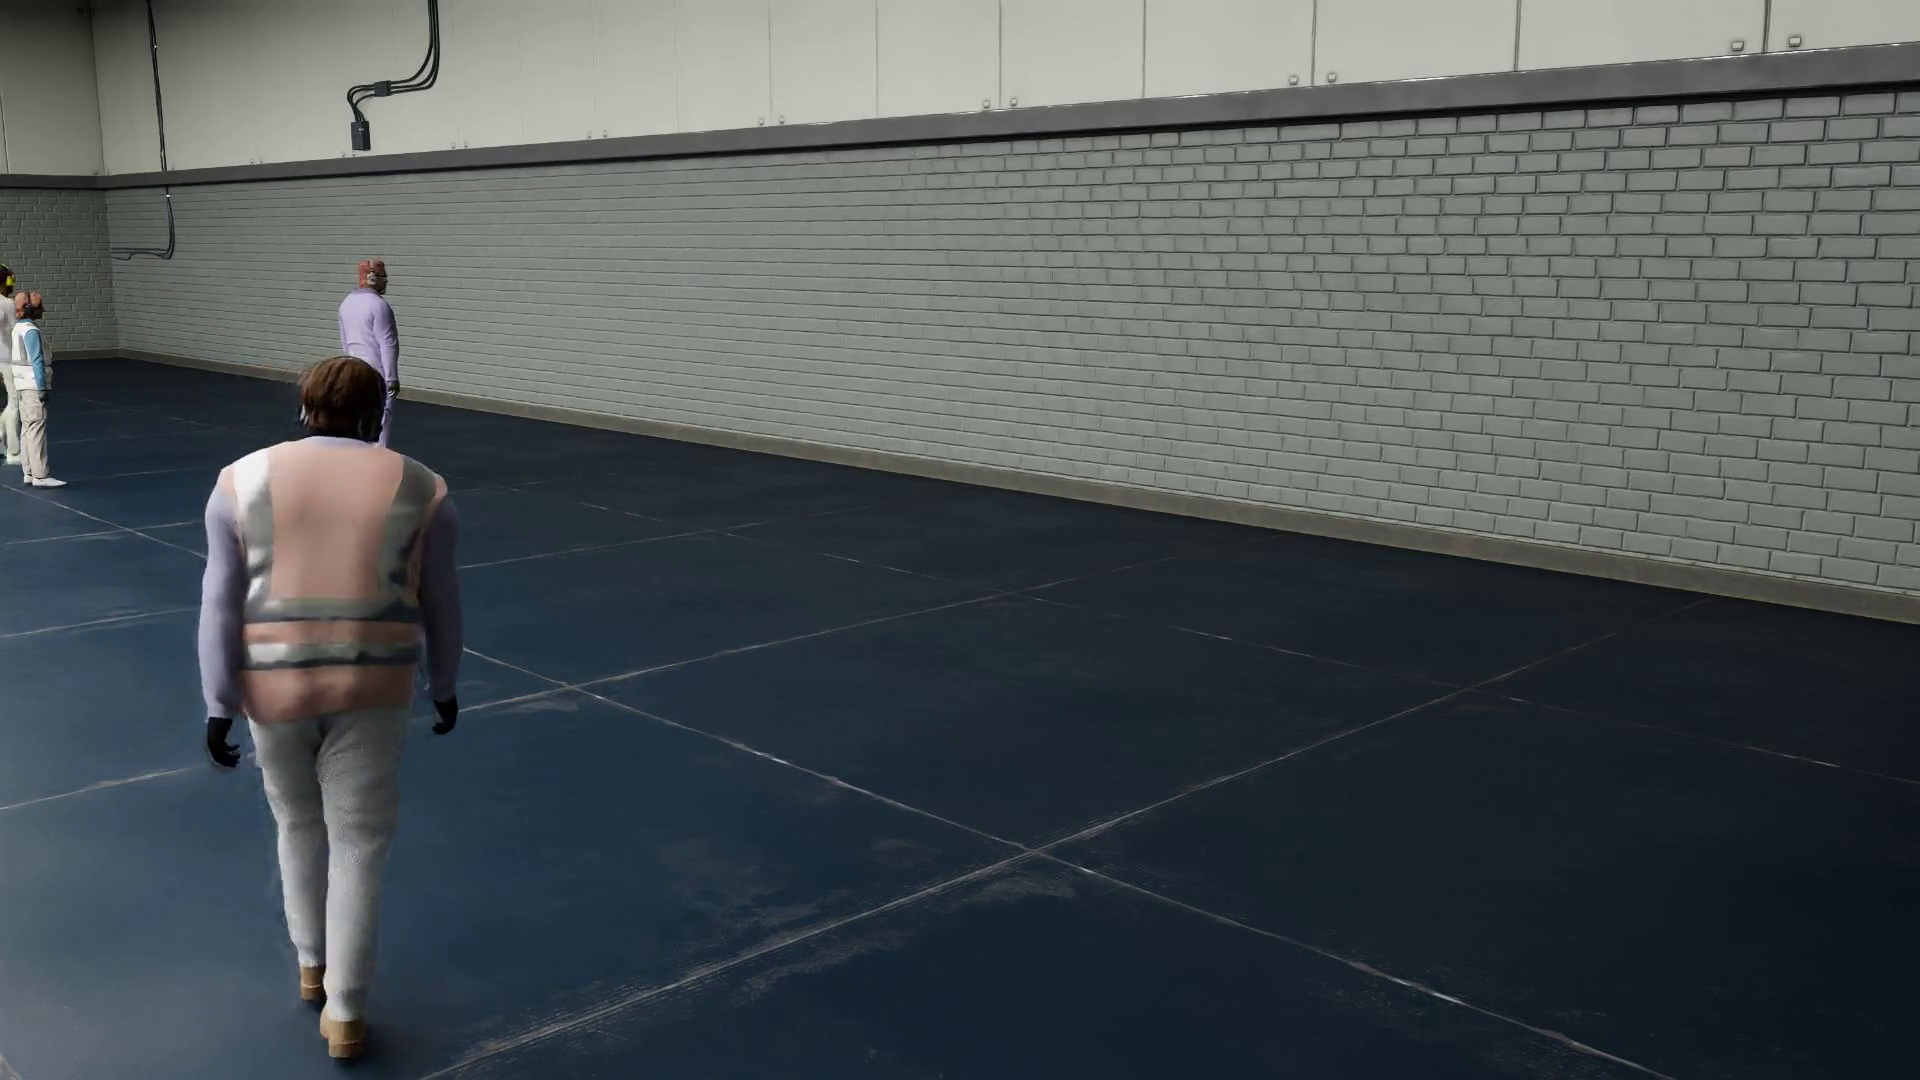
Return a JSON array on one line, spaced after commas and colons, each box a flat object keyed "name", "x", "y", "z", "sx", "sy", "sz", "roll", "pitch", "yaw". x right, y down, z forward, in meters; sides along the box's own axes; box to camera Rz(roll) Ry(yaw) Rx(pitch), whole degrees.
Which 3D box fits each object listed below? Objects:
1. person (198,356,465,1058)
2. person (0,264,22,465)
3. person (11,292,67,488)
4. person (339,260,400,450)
[{"name": "person", "x": -1.661, "y": 0.415, "z": 4.468, "sx": 0.644, "sy": 1.786, "sz": 0.785, "roll": -3, "pitch": 11, "yaw": -17}, {"name": "person", "x": -8.819, "y": -1.631, "z": 15.454, "sx": 0.545, "sy": 1.847, "sz": 0.393, "roll": 7, "pitch": 12, "yaw": 33}, {"name": "person", "x": -7.801, "y": -1.264, "z": 14.019, "sx": 0.310, "sy": 1.638, "sz": 0.523, "roll": -9, "pitch": 14, "yaw": -41}, {"name": "person", "x": -4.935, "y": -1.407, "z": 14.073, "sx": 0.652, "sy": 1.904, "sz": 0.402, "roll": 8, "pitch": 13, "yaw": 39}]
